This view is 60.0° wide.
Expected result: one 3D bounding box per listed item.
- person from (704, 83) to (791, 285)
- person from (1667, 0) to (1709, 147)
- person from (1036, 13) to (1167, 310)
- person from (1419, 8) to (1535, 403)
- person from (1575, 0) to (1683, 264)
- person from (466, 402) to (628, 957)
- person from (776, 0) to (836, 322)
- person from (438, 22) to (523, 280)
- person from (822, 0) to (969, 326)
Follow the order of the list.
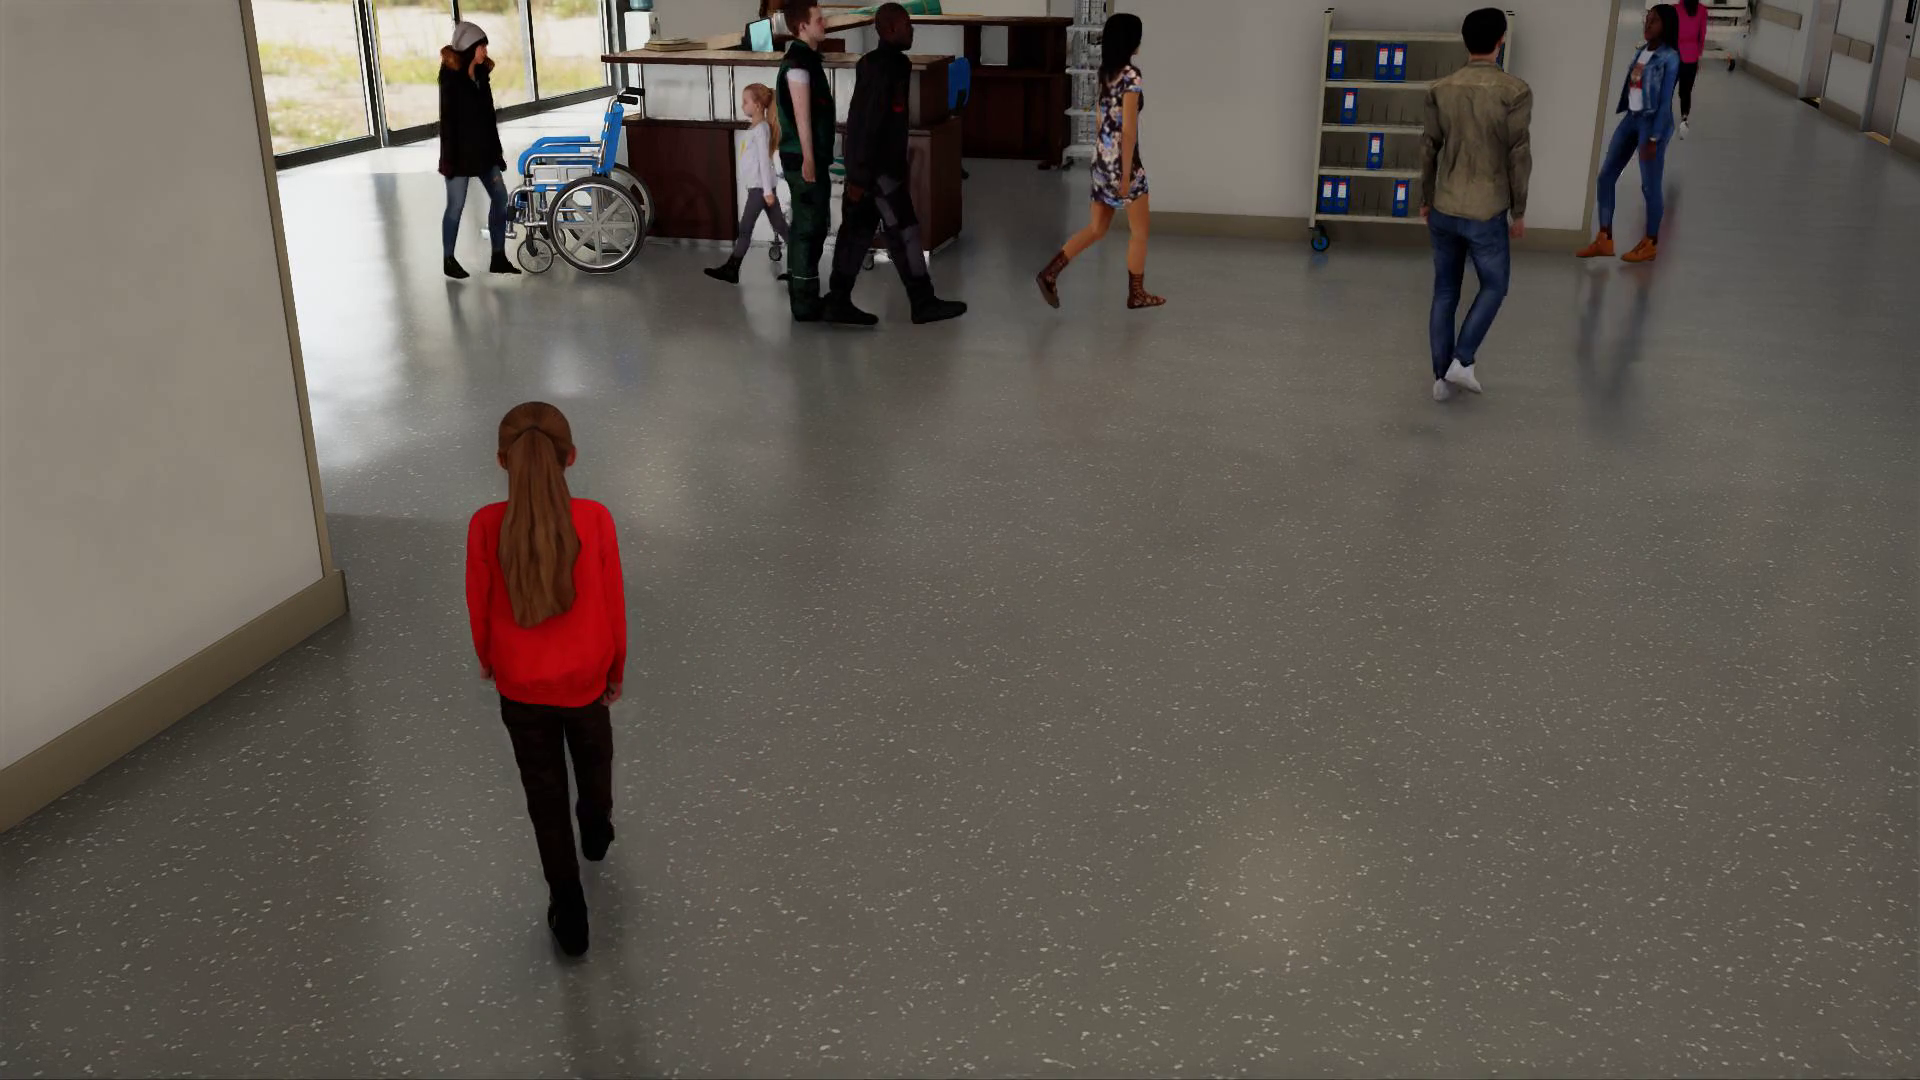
[{"bbox_3d":[-1.192,-2.234,10.563,0.968,1.249,0.704,-2,21,-4],"label":"person"},{"bbox_3d":[7.270,-4.803,16.730,0.741,1.687,0.714,2,21,6],"label":"person"},{"bbox_3d":[0.830,-2.144,9.681,1.131,1.706,1.039,-10,23,-25],"label":"person"},{"bbox_3d":[2.384,-1.550,7.898,0.720,1.858,0.871,15,26,35],"label":"person"},{"bbox_3d":[4.680,-2.703,11.175,0.950,1.694,0.857,-5,21,-14],"label":"person"},{"bbox_3d":[-0.914,0.341,3.755,0.825,1.257,0.819,-7,22,-19],"label":"person"},{"bbox_3d":[-0.889,-2.218,9.684,0.725,1.842,0.728,-4,21,-11],"label":"person"},{"bbox_3d":[-3.198,-2.498,10.757,0.865,1.606,0.754,13,24,31],"label":"person"},{"bbox_3d":[-0.592,-2.083,9.397,1.181,1.794,0.955,-1,21,-3],"label":"person"}]
